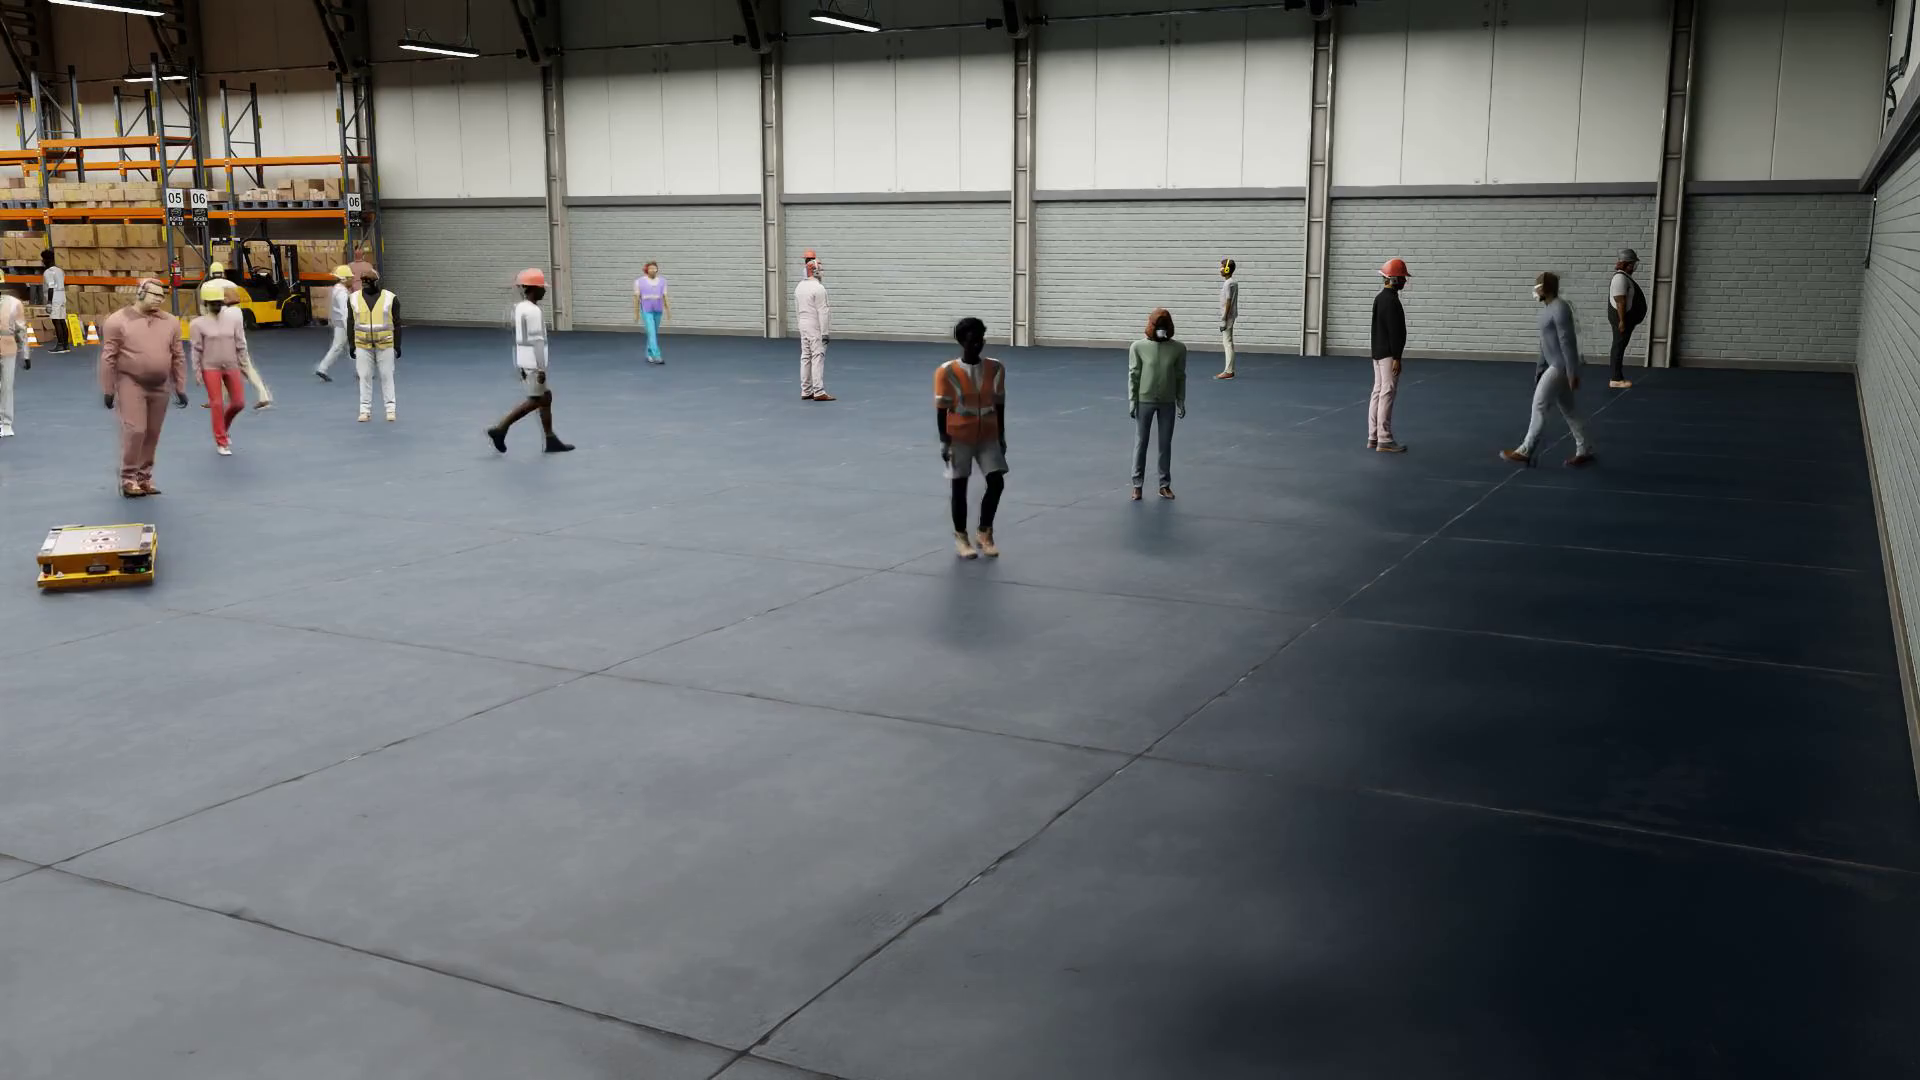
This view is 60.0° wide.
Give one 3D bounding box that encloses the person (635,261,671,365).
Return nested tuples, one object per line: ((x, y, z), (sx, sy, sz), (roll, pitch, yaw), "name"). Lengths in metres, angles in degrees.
((-5.365, -3.967, 29.056), (0.584, 1.794, 0.964), (-7, 13, -34), "person")

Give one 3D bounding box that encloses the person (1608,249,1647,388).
((9.888, -3.287, 24.666), (0.538, 2.000, 0.683), (4, 11, 22), "person")

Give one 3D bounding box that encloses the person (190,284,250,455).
((-7.625, -1.758, 17.116), (0.513, 1.752, 0.544), (10, 14, 44), "person")

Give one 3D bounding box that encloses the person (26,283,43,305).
((-24.742, -6.869, 44.552), (0.404, 1.918, 0.582), (5, 11, 24), "person")

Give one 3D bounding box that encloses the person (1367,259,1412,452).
((4.478, -1.922, 17.350), (0.383, 1.993, 0.622), (-1, 10, -4), "person")

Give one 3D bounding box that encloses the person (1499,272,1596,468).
((5.724, -1.632, 16.049), (0.996, 1.879, 0.653), (2, 11, 13), "person")

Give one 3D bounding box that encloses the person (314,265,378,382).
((-9.489, -3.309, 25.476), (0.913, 1.796, 0.608), (-4, 11, -22), "person")

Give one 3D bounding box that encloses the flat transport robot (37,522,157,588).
((-5.756, 0.080, 11.137), (0.652, 0.197, 1.431), (-5, 11, -24), "flat transport robot")

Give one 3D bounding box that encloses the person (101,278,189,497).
((-7.014, -1.308, 14.342), (0.524, 1.877, 0.683), (8, 13, 35), "person")

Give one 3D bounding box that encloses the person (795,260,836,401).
((-1.966, -2.844, 22.619), (0.408, 1.908, 0.643), (-8, 13, -37), "person")

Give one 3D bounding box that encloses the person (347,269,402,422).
((-7.066, -2.345, 20.082), (0.627, 1.839, 0.429), (-2, 11, -11), "person")

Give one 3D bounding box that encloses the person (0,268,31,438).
((-10.631, -2.076, 18.417), (0.607, 1.902, 0.675), (-8, 13, -39), "person")

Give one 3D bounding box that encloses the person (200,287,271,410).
((-9.310, -2.449, 21.325), (0.881, 1.583, 0.514), (0, 10, 0), "person")

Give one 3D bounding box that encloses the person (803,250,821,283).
((-3.121, -5.098, 34.821), (0.364, 1.939, 0.542), (6, 12, 29), "person")

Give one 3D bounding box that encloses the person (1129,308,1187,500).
((1.680, -1.157, 14.162), (0.501, 1.633, 0.285), (-1, 10, -5), "person")

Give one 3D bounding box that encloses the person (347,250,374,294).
((-13.796, -5.732, 38.368), (0.643, 1.909, 0.410), (-2, 11, -8), "person")

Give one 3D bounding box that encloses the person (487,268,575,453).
((-4.436, -1.821, 17.041), (0.841, 1.911, 0.554), (-5, 12, -26), "person")

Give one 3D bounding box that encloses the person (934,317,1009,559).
((0.092, -0.686, 11.444), (0.558, 1.679, 0.463), (-4, 11, -21), "person")

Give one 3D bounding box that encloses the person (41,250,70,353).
((-17.309, -4.555, 31.797), (0.372, 1.961, 0.601), (-1, 10, -5), "person")

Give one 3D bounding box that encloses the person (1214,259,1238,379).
((4.183, -3.463, 26.094), (0.328, 1.872, 0.513), (3, 11, 18), "person")

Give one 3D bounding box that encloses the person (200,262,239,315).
((-12.551, -3.818, 28.235), (0.602, 1.799, 0.902), (-9, 13, -39), "person")
